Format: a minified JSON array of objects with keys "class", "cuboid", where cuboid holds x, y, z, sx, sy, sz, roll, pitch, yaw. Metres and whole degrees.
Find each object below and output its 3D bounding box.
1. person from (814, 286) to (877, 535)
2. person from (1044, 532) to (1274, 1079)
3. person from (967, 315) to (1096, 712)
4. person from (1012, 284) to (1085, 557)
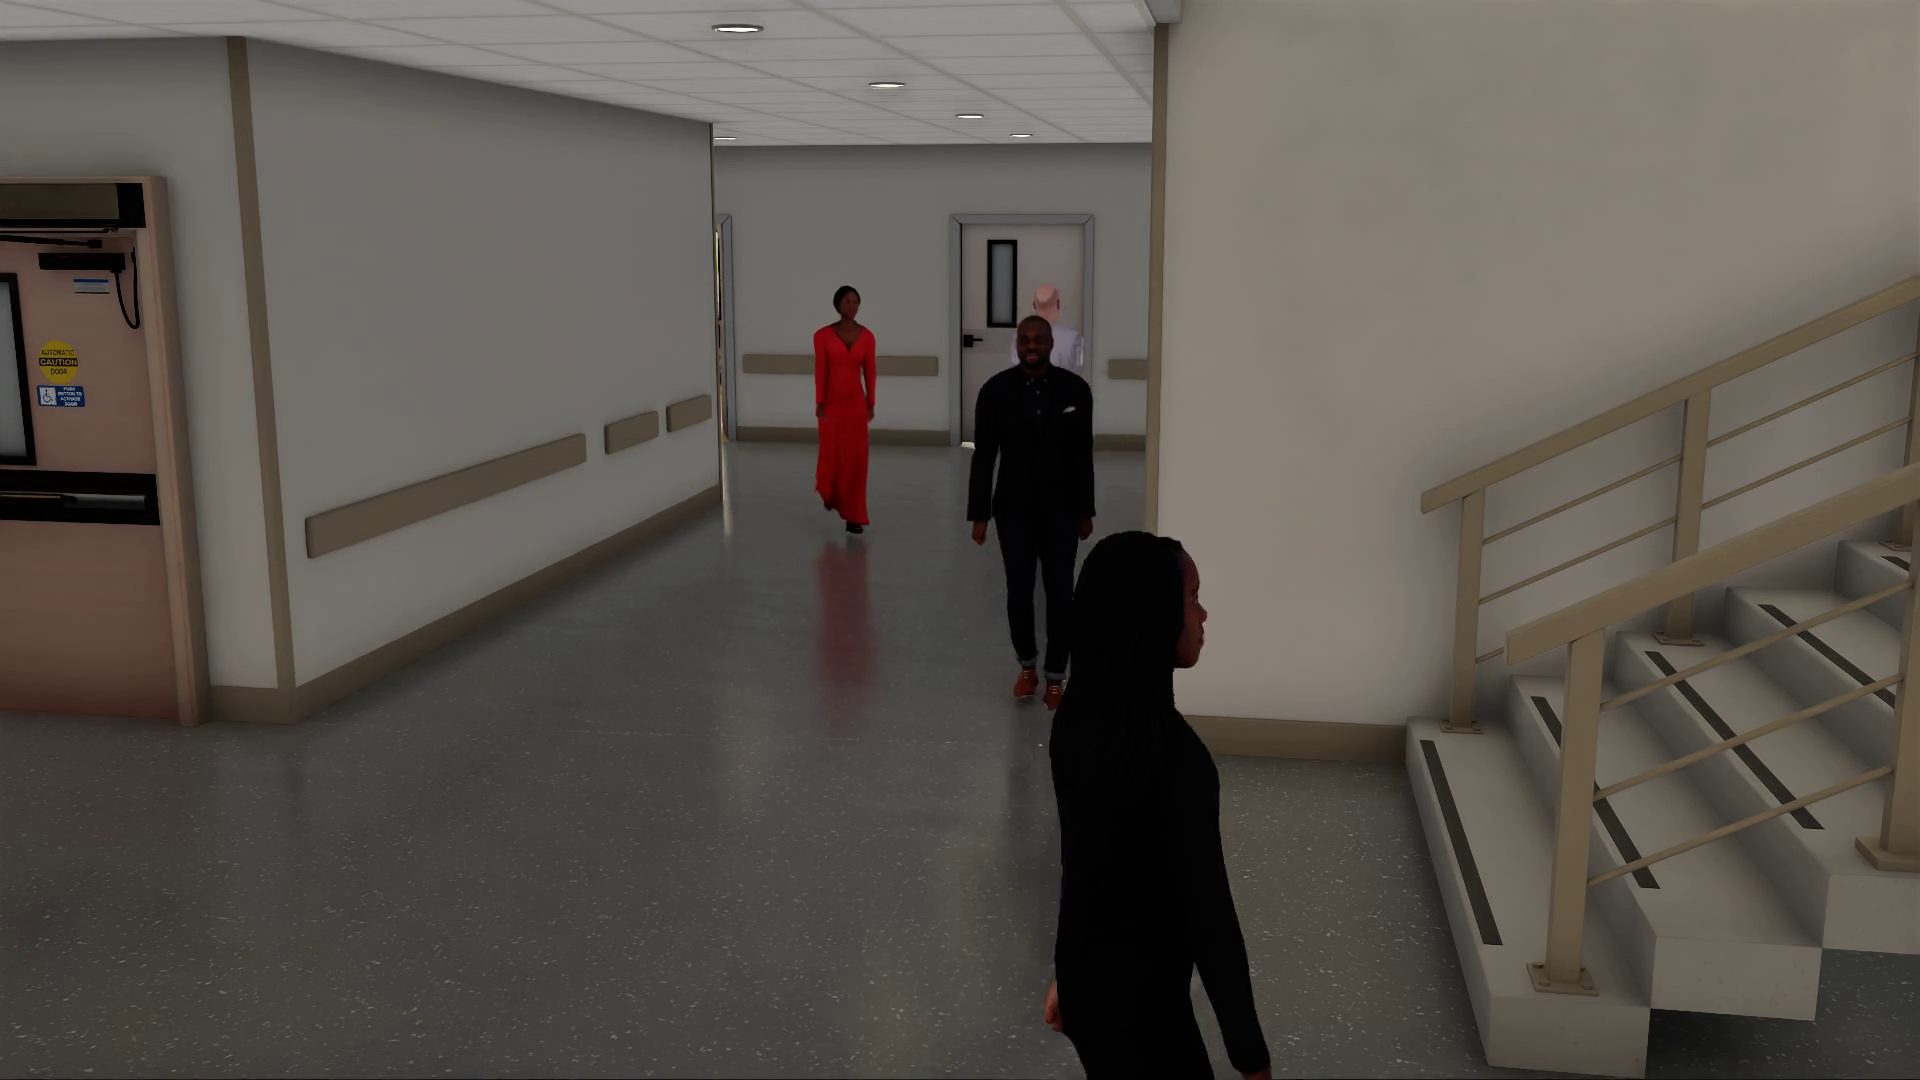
[{"class":"person","cuboid":[-0.857,-0.933,12.040,0.932,1.763,0.887,-3,11,-15]},{"class":"person","cuboid":[0.204,0.848,2.854,1.167,1.687,0.913,-2,11,-13]},{"class":"person","cuboid":[0.362,-0.134,7.735,0.864,1.797,0.836,1,11,5]},{"class":"person","cuboid":[0.570,-0.767,11.014,0.878,1.819,0.842,4,12,22]}]
